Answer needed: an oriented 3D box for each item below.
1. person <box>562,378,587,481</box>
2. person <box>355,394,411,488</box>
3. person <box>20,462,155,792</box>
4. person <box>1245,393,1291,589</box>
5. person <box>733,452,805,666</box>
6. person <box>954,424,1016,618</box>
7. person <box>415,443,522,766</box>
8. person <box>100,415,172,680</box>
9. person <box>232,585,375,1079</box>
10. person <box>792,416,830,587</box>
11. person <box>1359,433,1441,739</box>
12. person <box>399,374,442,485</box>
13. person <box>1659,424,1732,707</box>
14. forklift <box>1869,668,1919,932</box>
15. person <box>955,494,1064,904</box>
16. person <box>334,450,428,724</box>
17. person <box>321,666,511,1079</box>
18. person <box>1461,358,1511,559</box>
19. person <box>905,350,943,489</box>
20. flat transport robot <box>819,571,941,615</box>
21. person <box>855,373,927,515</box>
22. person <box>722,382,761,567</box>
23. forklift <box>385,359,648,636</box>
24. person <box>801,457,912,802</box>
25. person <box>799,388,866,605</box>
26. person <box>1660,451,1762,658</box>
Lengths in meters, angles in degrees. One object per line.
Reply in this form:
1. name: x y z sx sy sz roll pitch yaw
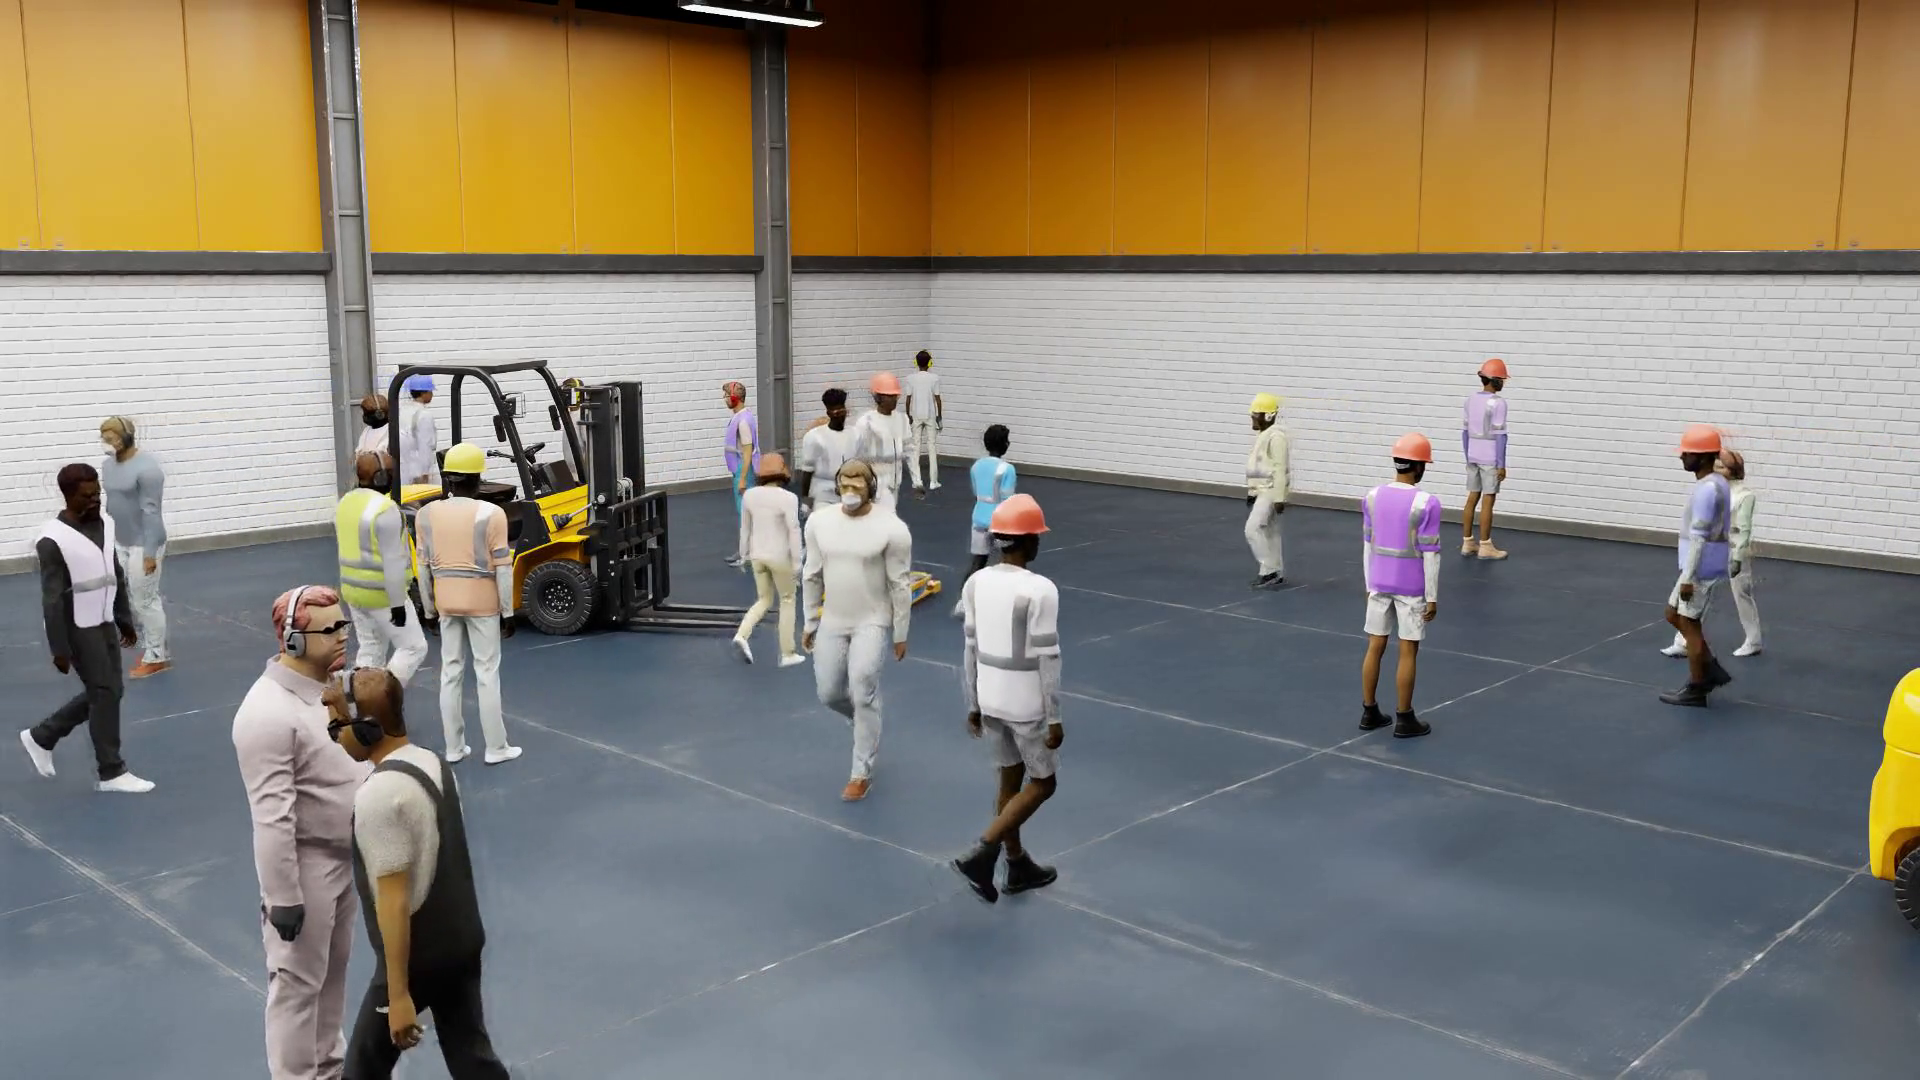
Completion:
1. person: -3.836 -0.681 16.595 0.328 1.876 0.514 -6 11 -34
2. person: -5.180 -0.386 14.910 0.619 1.839 0.430 8 12 40
3. person: -4.953 0.495 9.326 0.686 1.894 0.606 0 9 1
4. person: 2.803 -0.443 15.306 0.513 1.817 0.594 0 9 0
5. person: -1.436 0.157 12.252 0.544 1.610 0.561 6 11 32
6. person: 0.295 -0.152 14.013 0.789 1.664 0.541 -7 12 -39
7. person: -2.920 0.386 9.892 0.585 1.928 0.378 2 9 11
8. person: -5.936 0.056 11.938 0.657 1.920 0.429 5 11 29
9. person: -2.153 1.092 5.626 0.399 1.909 0.642 0 9 1
10. person: -1.276 -0.330 15.240 0.595 1.619 0.504 -1 9 -4
11. person: 2.797 0.285 10.516 0.380 1.929 0.541 -9 13 -44
12. person: -5.554 -0.748 16.957 0.601 1.904 0.997 8 13 42
13. person: 4.941 0.178 11.189 0.402 1.918 0.565 5 11 29
14. forklift: 5.205 0.723 7.013 2.313 2.155 1.214 9 13 43
15. person: 0.218 0.748 7.686 0.632 1.926 0.557 -9 13 -42
16. person: -3.635 0.351 10.414 0.652 1.826 0.449 8 12 41
17. person: -1.703 1.266 4.970 0.967 1.769 0.589 2 9 10
18. person: 5.384 -0.827 16.976 0.397 2.043 0.610 -3 10 -19
19. person: -0.477 -1.614 22.333 0.508 1.872 0.328 1 9 7
20. flat transport robot: -0.691 0.454 14.538 0.652 0.197 1.431 3 10 17
21. person: -0.599 -0.516 15.210 0.984 1.999 0.613 8 12 40
22. person: -2.153 -0.649 16.507 0.393 1.839 0.563 -2 9 -12
23. forklift: -3.850 -0.407 13.936 2.313 2.155 1.214 2 9 11
24. person: -0.557 0.472 9.383 0.638 1.920 0.627 3 10 20
25. person: -1.100 -0.369 14.573 0.664 1.925 0.593 -7 11 -36
26. person: 5.763 0.118 12.548 0.857 1.589 0.534 -3 10 -18
